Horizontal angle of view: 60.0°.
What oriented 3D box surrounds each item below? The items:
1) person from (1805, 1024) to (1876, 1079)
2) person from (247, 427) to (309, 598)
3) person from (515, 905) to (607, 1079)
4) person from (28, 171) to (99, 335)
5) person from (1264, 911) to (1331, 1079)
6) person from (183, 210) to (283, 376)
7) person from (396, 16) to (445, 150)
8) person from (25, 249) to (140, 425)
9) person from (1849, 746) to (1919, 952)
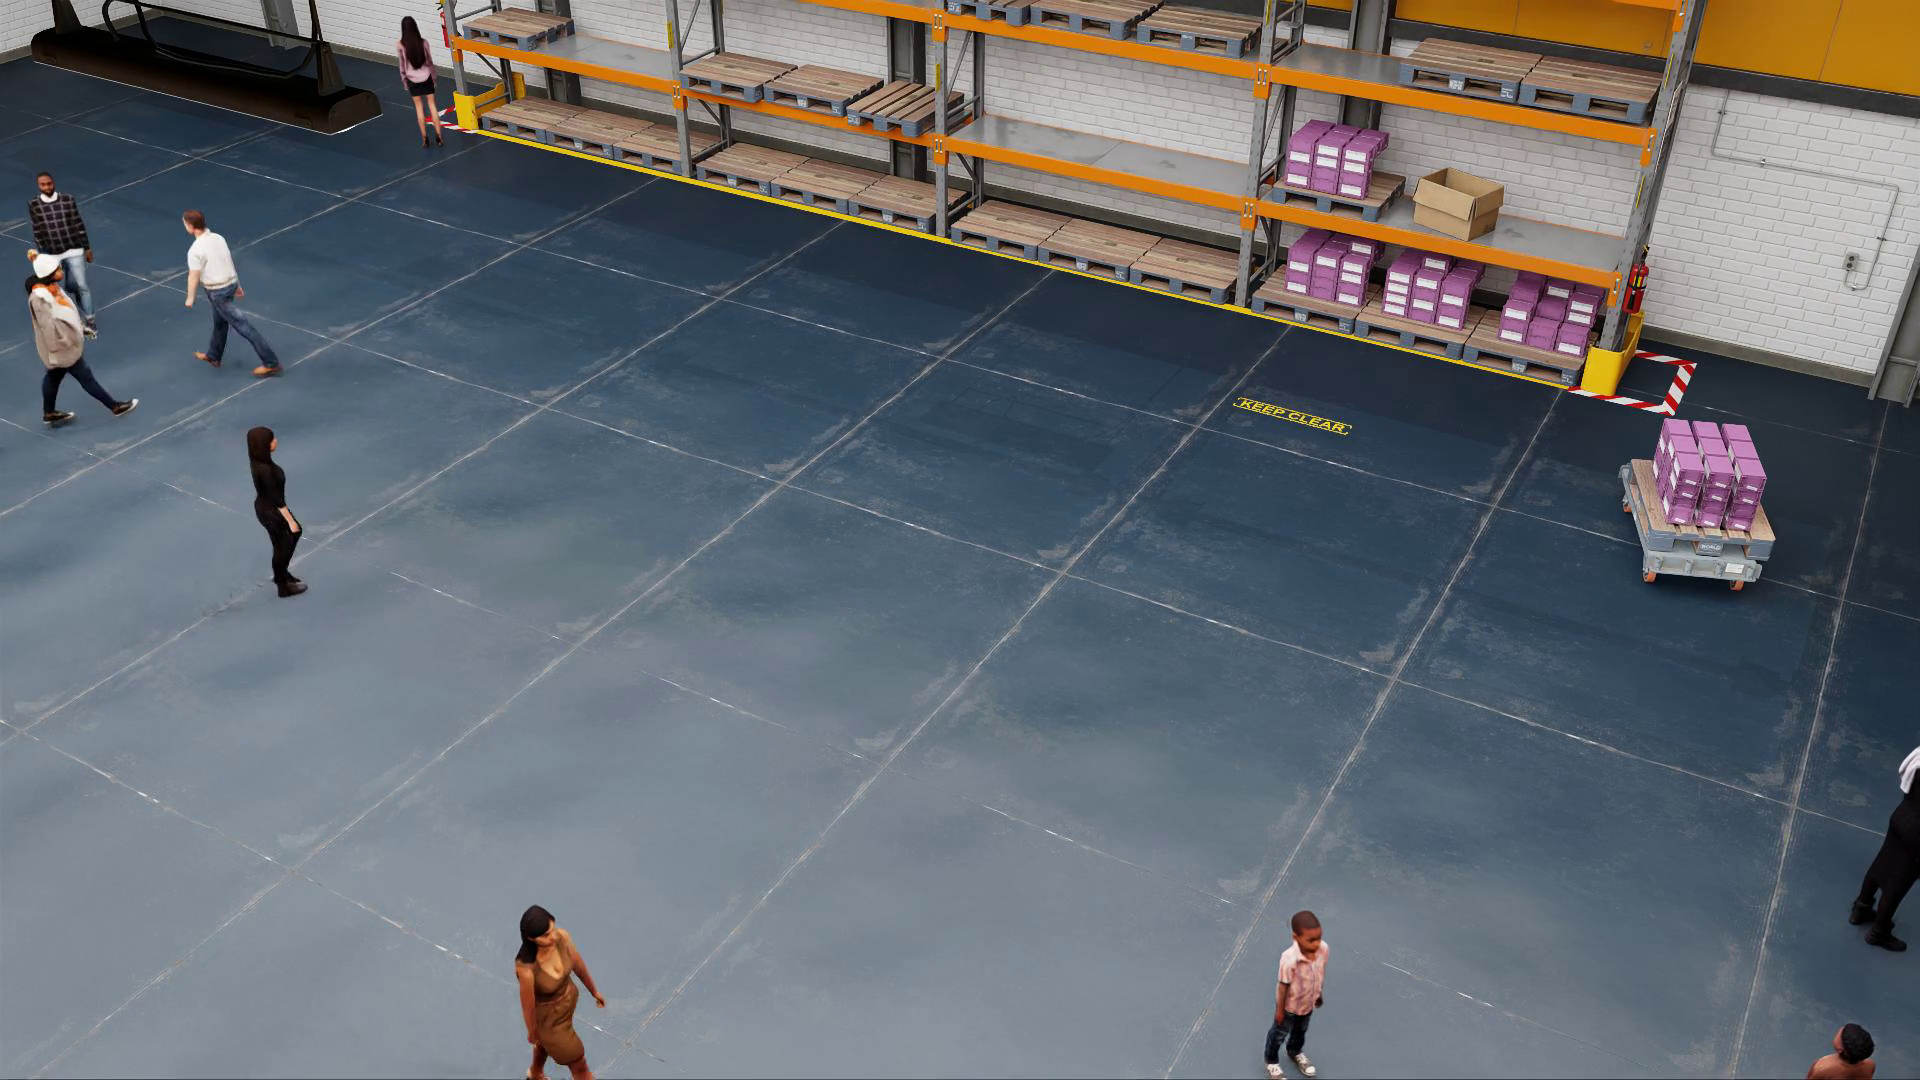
[{"bbox_3d":[4.816,3.149,9.227,0.565,1.253,0.652,-3,34,-4],"label":"person"},{"bbox_3d":[-5.837,-0.202,13.931,0.767,1.626,0.666,-18,38,-25],"label":"person"},{"bbox_3d":[-2.393,2.697,9.552,1.087,1.646,0.692,11,35,16],"label":"person"},{"bbox_3d":[-9.840,-3.198,18.279,1.041,1.802,1.152,-13,36,-19],"label":"person"},{"bbox_3d":[2.002,2.691,9.867,0.566,1.308,0.602,-18,37,-24],"label":"person"},{"bbox_3d":[-7.559,-2.520,17.274,1.345,1.787,0.985,5,34,8],"label":"person"},{"bbox_3d":[-7.447,-6.309,22.954,0.704,1.810,0.739,-12,35,-17],"label":"person"},{"bbox_3d":[-8.964,-1.938,16.342,1.213,1.847,1.216,-15,36,-21],"label":"person"},{"bbox_3d":[6.111,1.876,10.666,0.689,1.780,0.684,1,34,1],"label":"person"}]
